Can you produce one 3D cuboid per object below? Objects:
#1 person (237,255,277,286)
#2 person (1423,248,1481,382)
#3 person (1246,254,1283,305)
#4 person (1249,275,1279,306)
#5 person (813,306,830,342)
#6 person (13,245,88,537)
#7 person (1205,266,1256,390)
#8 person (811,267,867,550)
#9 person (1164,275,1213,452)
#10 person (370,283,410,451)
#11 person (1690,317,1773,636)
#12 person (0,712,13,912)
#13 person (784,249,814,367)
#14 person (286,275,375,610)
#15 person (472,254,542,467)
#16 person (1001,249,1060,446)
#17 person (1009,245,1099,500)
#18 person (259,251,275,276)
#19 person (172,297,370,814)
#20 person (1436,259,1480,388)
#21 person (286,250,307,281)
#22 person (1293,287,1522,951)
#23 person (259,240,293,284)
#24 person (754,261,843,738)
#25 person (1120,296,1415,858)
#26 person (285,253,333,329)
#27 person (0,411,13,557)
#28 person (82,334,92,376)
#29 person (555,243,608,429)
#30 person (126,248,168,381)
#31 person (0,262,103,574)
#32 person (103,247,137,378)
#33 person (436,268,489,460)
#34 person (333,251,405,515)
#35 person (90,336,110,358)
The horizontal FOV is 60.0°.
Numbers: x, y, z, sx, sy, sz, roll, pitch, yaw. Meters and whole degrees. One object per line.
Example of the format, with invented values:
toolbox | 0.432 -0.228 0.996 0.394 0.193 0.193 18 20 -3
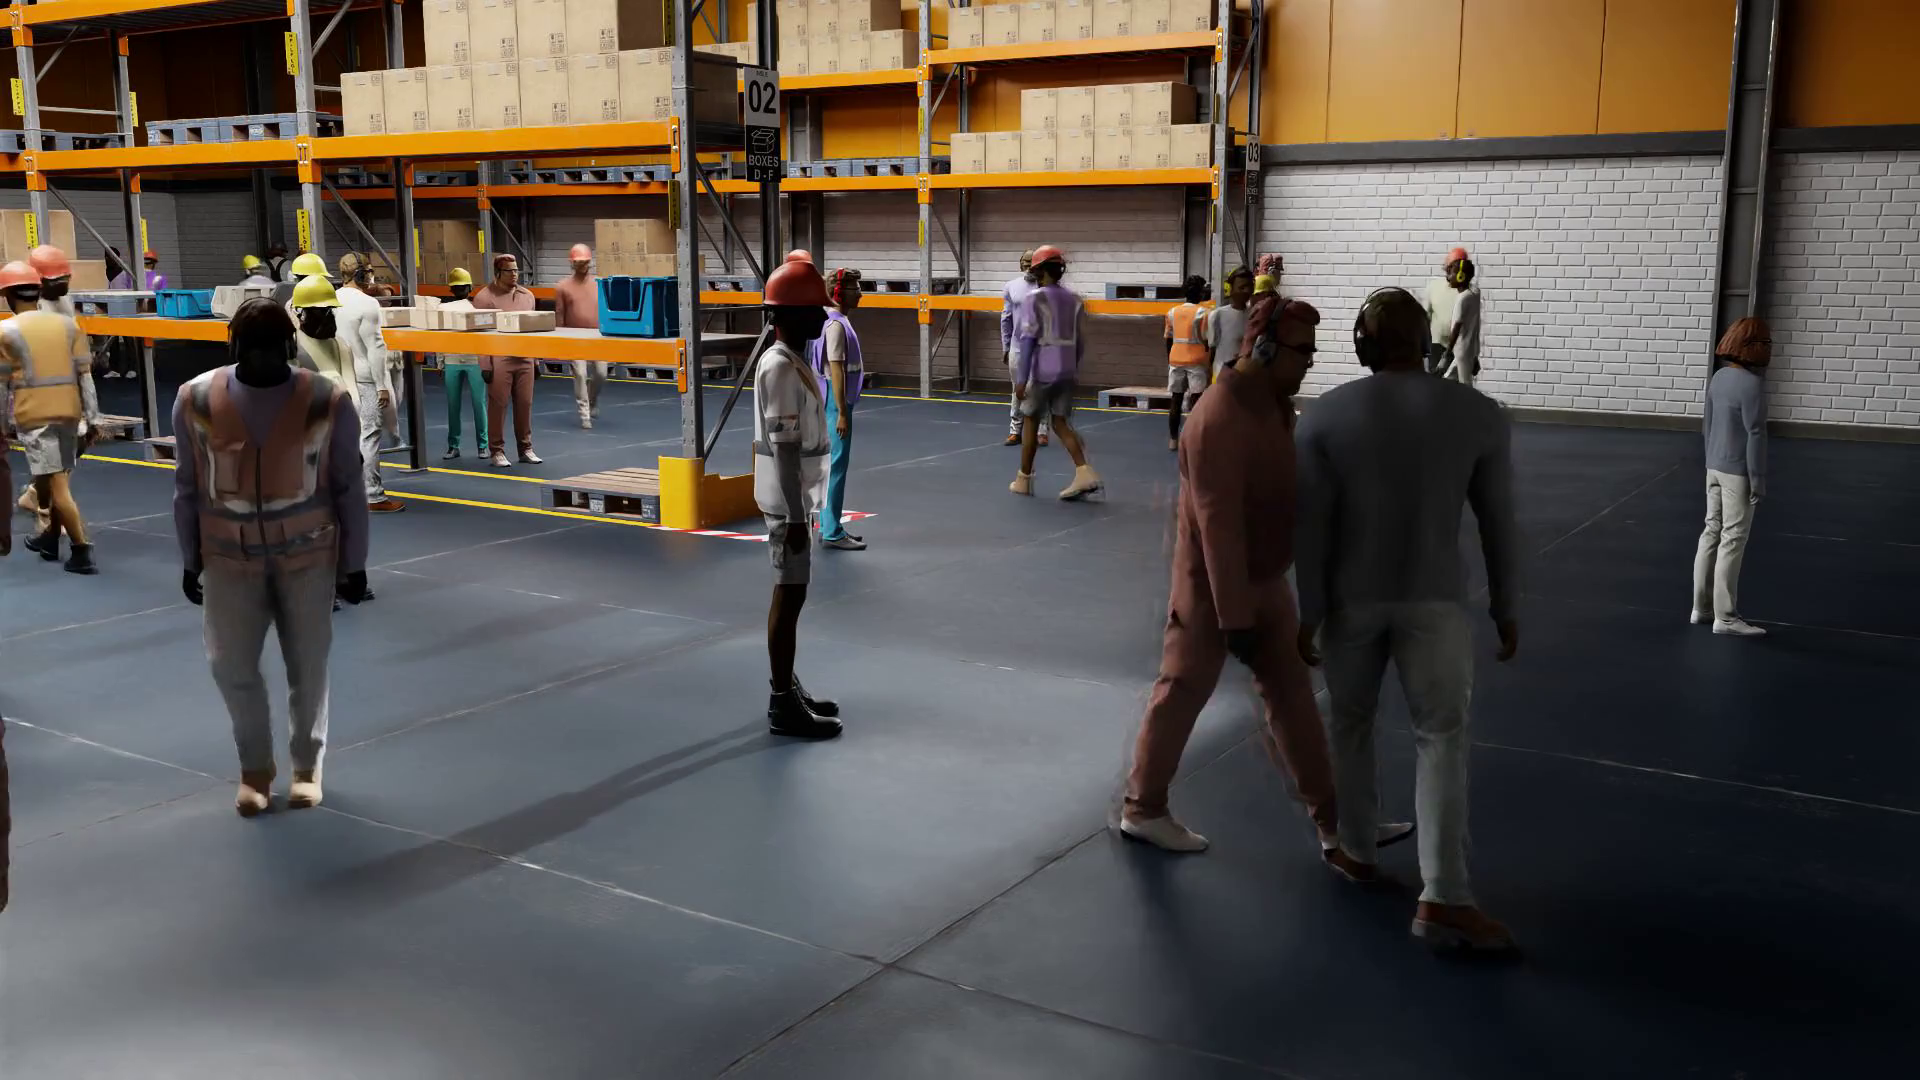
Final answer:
person | -9.589 -2.969 22.693 0.426 1.814 0.620 6 12 30
person | 5.099 -2.069 17.382 0.633 1.933 0.966 6 12 30
person | 2.921 -1.776 15.893 0.401 1.894 0.653 -3 11 -17
person | 2.592 -1.421 14.395 0.492 1.708 0.761 10 14 43
person | -1.614 -2.051 17.951 0.535 1.697 0.318 -9 13 -40
person | -6.182 -0.991 11.261 0.698 1.990 0.667 0 10 0
person | 2.168 -1.162 12.666 0.534 1.818 0.932 -4 11 -23
person | -0.816 -0.860 10.938 0.373 1.843 0.571 -1 10 -7
person | 2.191 -1.670 15.848 0.538 1.692 0.320 9 14 42
person | -5.593 -1.679 16.110 0.730 1.611 0.524 7 12 32
person | 4.005 -0.330 8.586 0.278 1.633 0.507 0 10 -2
person | -2.078 0.596 3.112 0.506 1.750 0.545 9 14 42
person | -1.502 -1.712 15.407 0.360 1.937 0.542 6 12 32
person | -3.502 -0.534 9.165 0.404 1.831 0.600 3 11 17
person | -4.031 -1.603 14.924 0.401 1.900 0.635 8 13 37
person | 0.702 -1.883 16.365 0.628 1.935 0.373 3 11 15
person | 0.743 -1.302 13.010 0.685 1.995 0.864 -8 13 -38
person | -11.602 -3.962 28.142 0.634 1.839 0.429 -6 12 -31
person | -2.403 0.069 5.839 0.651 1.824 0.501 -3 11 -16
person | 4.647 -1.724 15.756 0.804 1.840 0.517 4 11 20
person | -9.992 -3.491 25.426 0.338 1.876 0.582 6 12 31
person | 1.319 0.210 4.932 0.687 1.898 0.792 2 10 13
person | -11.475 -4.071 28.189 0.674 2.000 0.535 0 10 -1
person | -0.665 -0.166 6.837 0.357 1.938 0.543 -1 10 -5
person | 0.955 0.156 5.321 1.004 1.848 0.680 6 12 31
person | -5.005 -1.241 12.857 0.389 1.922 0.589 -3 11 -15
person | -4.259 -0.074 6.943 0.555 1.711 0.932 -5 11 -26
person | -12.582 -3.125 23.540 0.404 1.827 0.590 2 10 11
person | -4.056 -2.199 17.962 0.629 1.983 0.536 -4 11 -21
person | -11.652 -3.246 23.991 0.580 1.898 0.826 0 10 -2
person | -5.666 -0.745 10.190 0.955 1.880 0.554 6 12 30
person | -12.399 -3.344 24.494 0.587 1.920 0.391 1 10 3
person | -4.584 -1.622 15.384 0.522 1.768 0.311 -1 10 -5
person | -4.430 -1.151 12.293 0.634 1.939 0.367 7 13 35
person | -14.939 -3.963 28.721 0.280 1.633 0.500 8 13 38
